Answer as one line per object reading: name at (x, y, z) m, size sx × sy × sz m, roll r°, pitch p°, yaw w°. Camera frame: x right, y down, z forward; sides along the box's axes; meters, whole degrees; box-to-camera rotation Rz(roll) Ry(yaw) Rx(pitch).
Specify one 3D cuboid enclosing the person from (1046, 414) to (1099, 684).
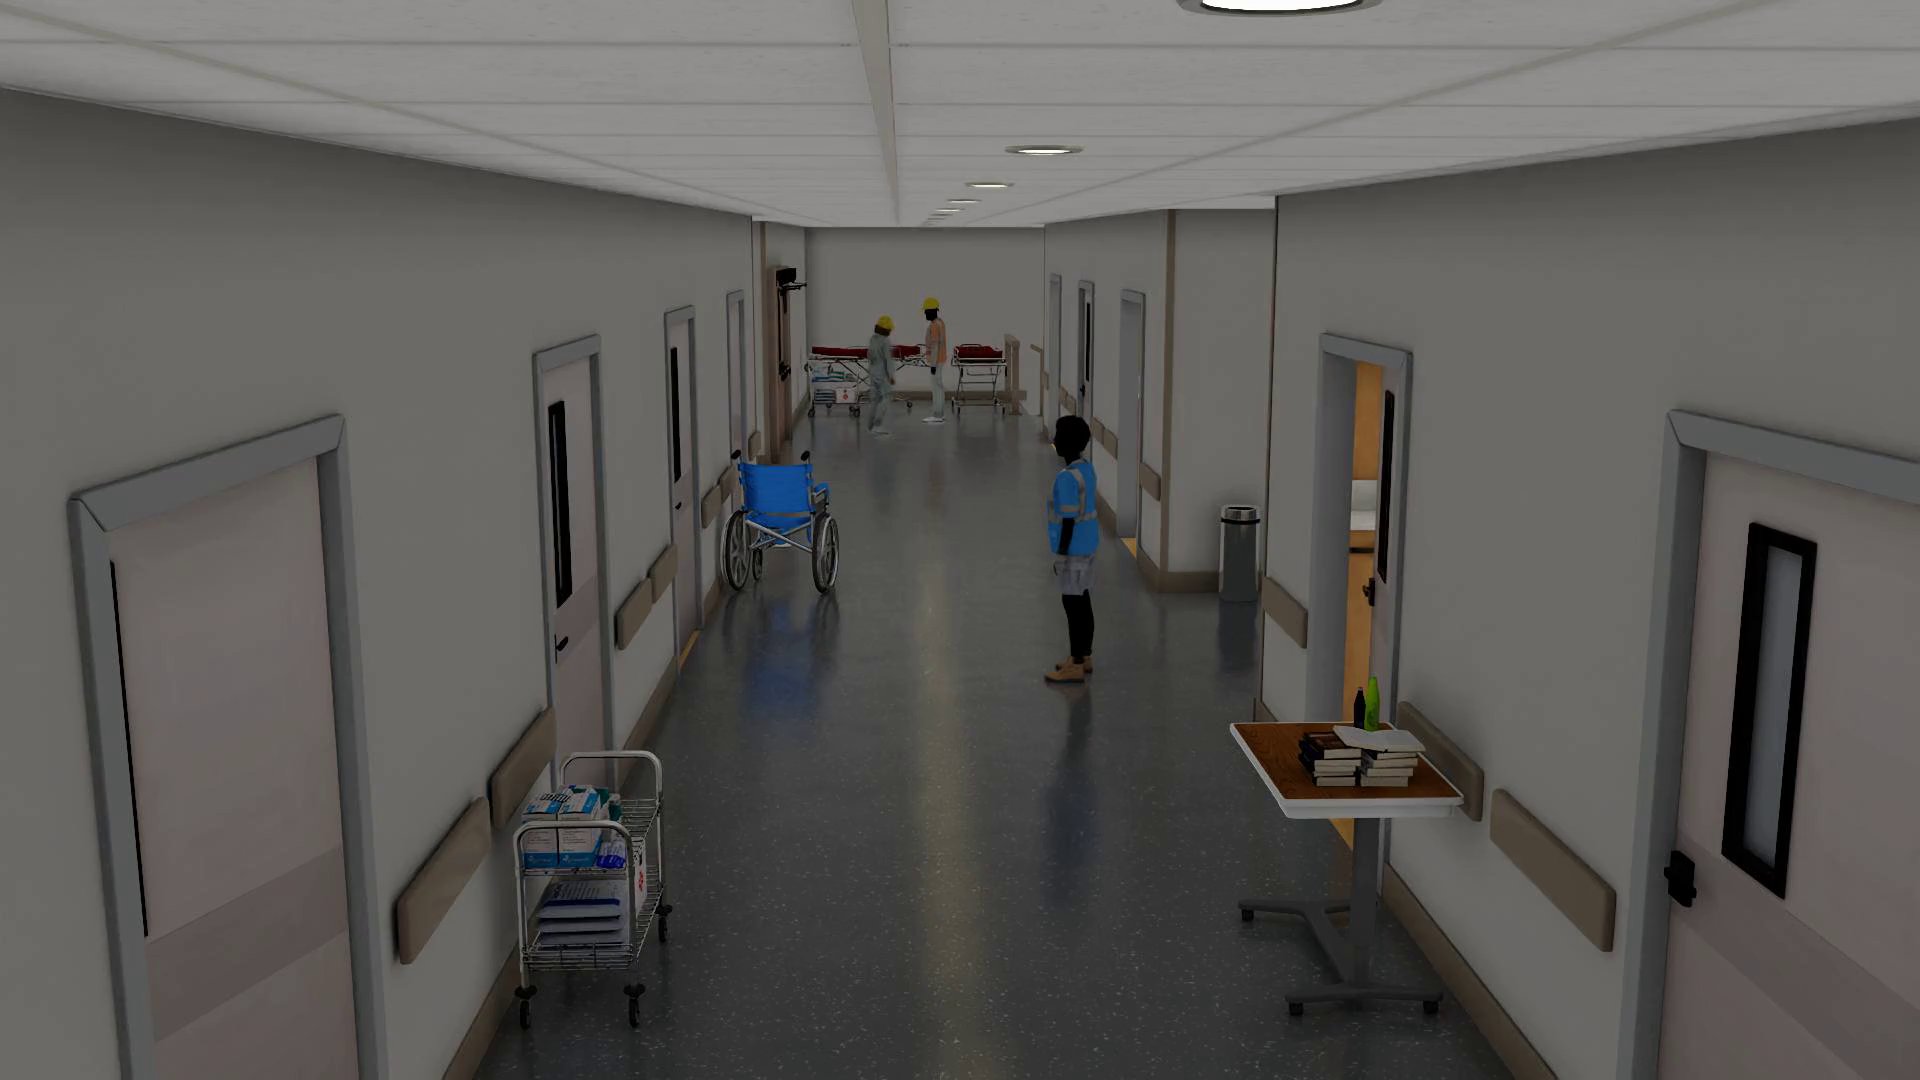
person at (0.709, 0.056, 10.505) m, size 0.317 × 1.695 × 0.538 m, roll 3°, pitch 11°, yaw 17°

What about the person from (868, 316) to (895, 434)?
person at (-1.167, -2.391, 24.117) m, size 0.392 × 1.708 × 0.569 m, roll -7°, pitch 13°, yaw -36°

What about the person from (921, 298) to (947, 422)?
person at (-0.404, -2.776, 25.675) m, size 0.393 × 1.918 × 0.585 m, roll 1°, pitch 10°, yaw 5°
